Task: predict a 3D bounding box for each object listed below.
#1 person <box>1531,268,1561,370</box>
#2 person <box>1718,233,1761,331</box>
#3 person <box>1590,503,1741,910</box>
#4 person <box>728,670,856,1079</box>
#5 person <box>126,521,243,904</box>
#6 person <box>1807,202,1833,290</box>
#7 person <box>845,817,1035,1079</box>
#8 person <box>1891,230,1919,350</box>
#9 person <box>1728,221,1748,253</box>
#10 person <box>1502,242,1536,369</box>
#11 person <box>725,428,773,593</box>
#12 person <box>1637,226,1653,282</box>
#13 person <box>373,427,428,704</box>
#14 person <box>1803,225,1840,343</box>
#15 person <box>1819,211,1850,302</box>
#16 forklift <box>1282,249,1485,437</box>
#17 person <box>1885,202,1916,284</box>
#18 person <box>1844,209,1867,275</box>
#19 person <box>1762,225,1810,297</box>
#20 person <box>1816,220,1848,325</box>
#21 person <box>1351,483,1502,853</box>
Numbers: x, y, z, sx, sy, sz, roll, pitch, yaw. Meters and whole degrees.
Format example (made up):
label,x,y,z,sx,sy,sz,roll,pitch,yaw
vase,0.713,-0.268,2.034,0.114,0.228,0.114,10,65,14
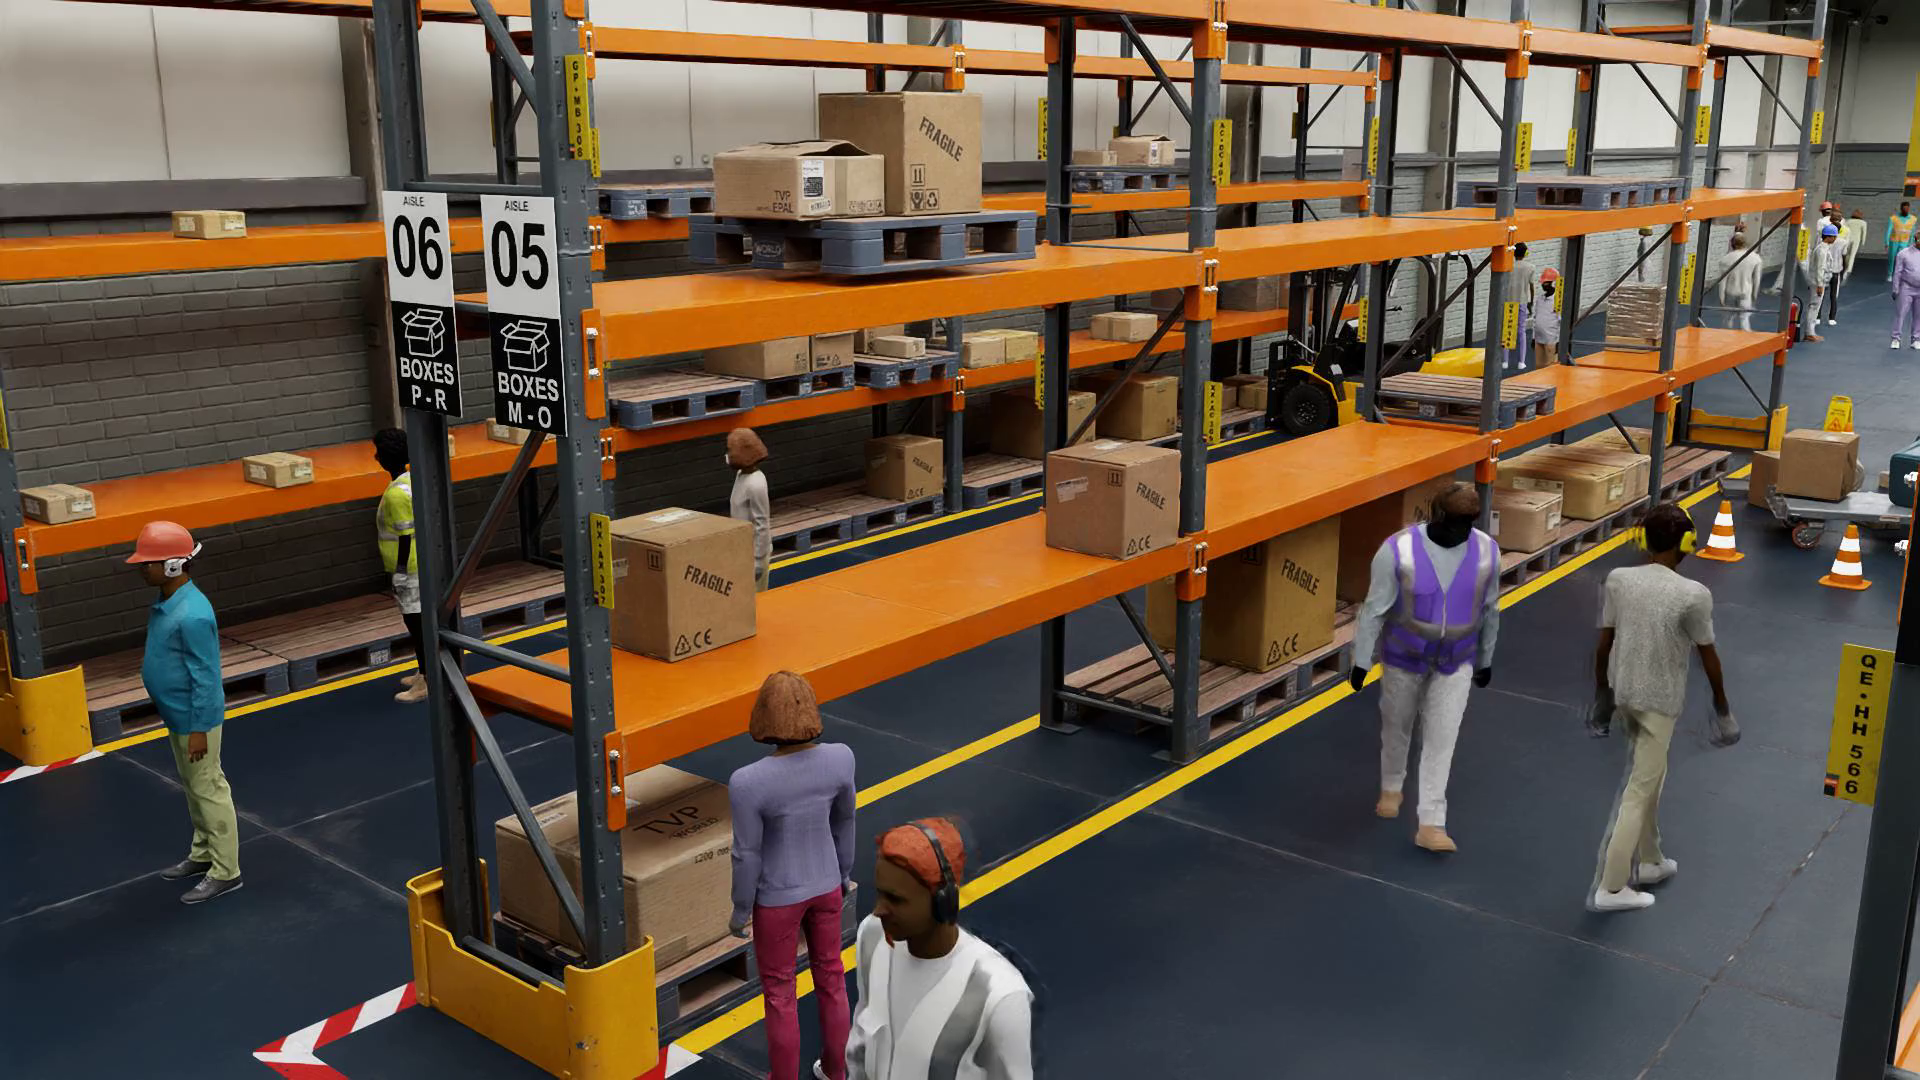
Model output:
label,x,y,z,sx,sy,sz,roll,pitch,yaw
person,7.442,-2.569,21.122,0.341,1.749,0.572,-5,15,-19
person,12.159,-3.830,25.978,0.645,1.903,0.965,4,14,14
person,3.171,0.746,7.462,0.783,1.829,0.553,-6,15,-24
person,-0.584,1.245,5.841,0.500,1.633,0.286,-10,17,-37
person,-3.513,0.767,7.536,0.326,1.752,0.561,-10,17,-36
person,19.020,-6.474,36.664,0.543,1.927,0.375,-5,15,-19
person,-0.076,1.559,4.070,0.407,1.872,0.574,-10,17,-35
person,15.309,-4.008,26.665,0.655,1.906,0.407,3,14,12
person,15.947,-5.713,34.166,0.311,1.636,0.522,-2,14,-7
person,8.175,-3.453,24.480,0.521,1.870,0.319,3,14,13
person,-1.327,0.097,10.515,0.271,1.631,0.507,-5,15,-19
person,13.257,-5.311,32.305,0.312,1.744,0.487,7,16,28
person,-3.379,0.150,10.161,0.317,1.698,0.540,-2,14,-9
person,14.285,-4.253,27.604,0.421,1.939,0.613,7,15,26
person,17.833,-5.787,34.025,0.564,1.850,0.390,5,15,21
forklift,4.886,-2.214,18.767,2.313,2.155,1.214,11,18,38
person,21.712,-6.875,38.451,0.604,1.865,1.043,5,15,19
person,21.915,-7.314,40.806,0.507,1.575,0.908,10,17,35
person,17.674,-6.031,35.131,0.637,1.815,1.069,-11,18,-38
person,15.732,-4.830,30.087,0.531,1.870,0.317,6,15,23
person,2.276,0.601,8.124,0.729,1.779,0.902,1,14,4
